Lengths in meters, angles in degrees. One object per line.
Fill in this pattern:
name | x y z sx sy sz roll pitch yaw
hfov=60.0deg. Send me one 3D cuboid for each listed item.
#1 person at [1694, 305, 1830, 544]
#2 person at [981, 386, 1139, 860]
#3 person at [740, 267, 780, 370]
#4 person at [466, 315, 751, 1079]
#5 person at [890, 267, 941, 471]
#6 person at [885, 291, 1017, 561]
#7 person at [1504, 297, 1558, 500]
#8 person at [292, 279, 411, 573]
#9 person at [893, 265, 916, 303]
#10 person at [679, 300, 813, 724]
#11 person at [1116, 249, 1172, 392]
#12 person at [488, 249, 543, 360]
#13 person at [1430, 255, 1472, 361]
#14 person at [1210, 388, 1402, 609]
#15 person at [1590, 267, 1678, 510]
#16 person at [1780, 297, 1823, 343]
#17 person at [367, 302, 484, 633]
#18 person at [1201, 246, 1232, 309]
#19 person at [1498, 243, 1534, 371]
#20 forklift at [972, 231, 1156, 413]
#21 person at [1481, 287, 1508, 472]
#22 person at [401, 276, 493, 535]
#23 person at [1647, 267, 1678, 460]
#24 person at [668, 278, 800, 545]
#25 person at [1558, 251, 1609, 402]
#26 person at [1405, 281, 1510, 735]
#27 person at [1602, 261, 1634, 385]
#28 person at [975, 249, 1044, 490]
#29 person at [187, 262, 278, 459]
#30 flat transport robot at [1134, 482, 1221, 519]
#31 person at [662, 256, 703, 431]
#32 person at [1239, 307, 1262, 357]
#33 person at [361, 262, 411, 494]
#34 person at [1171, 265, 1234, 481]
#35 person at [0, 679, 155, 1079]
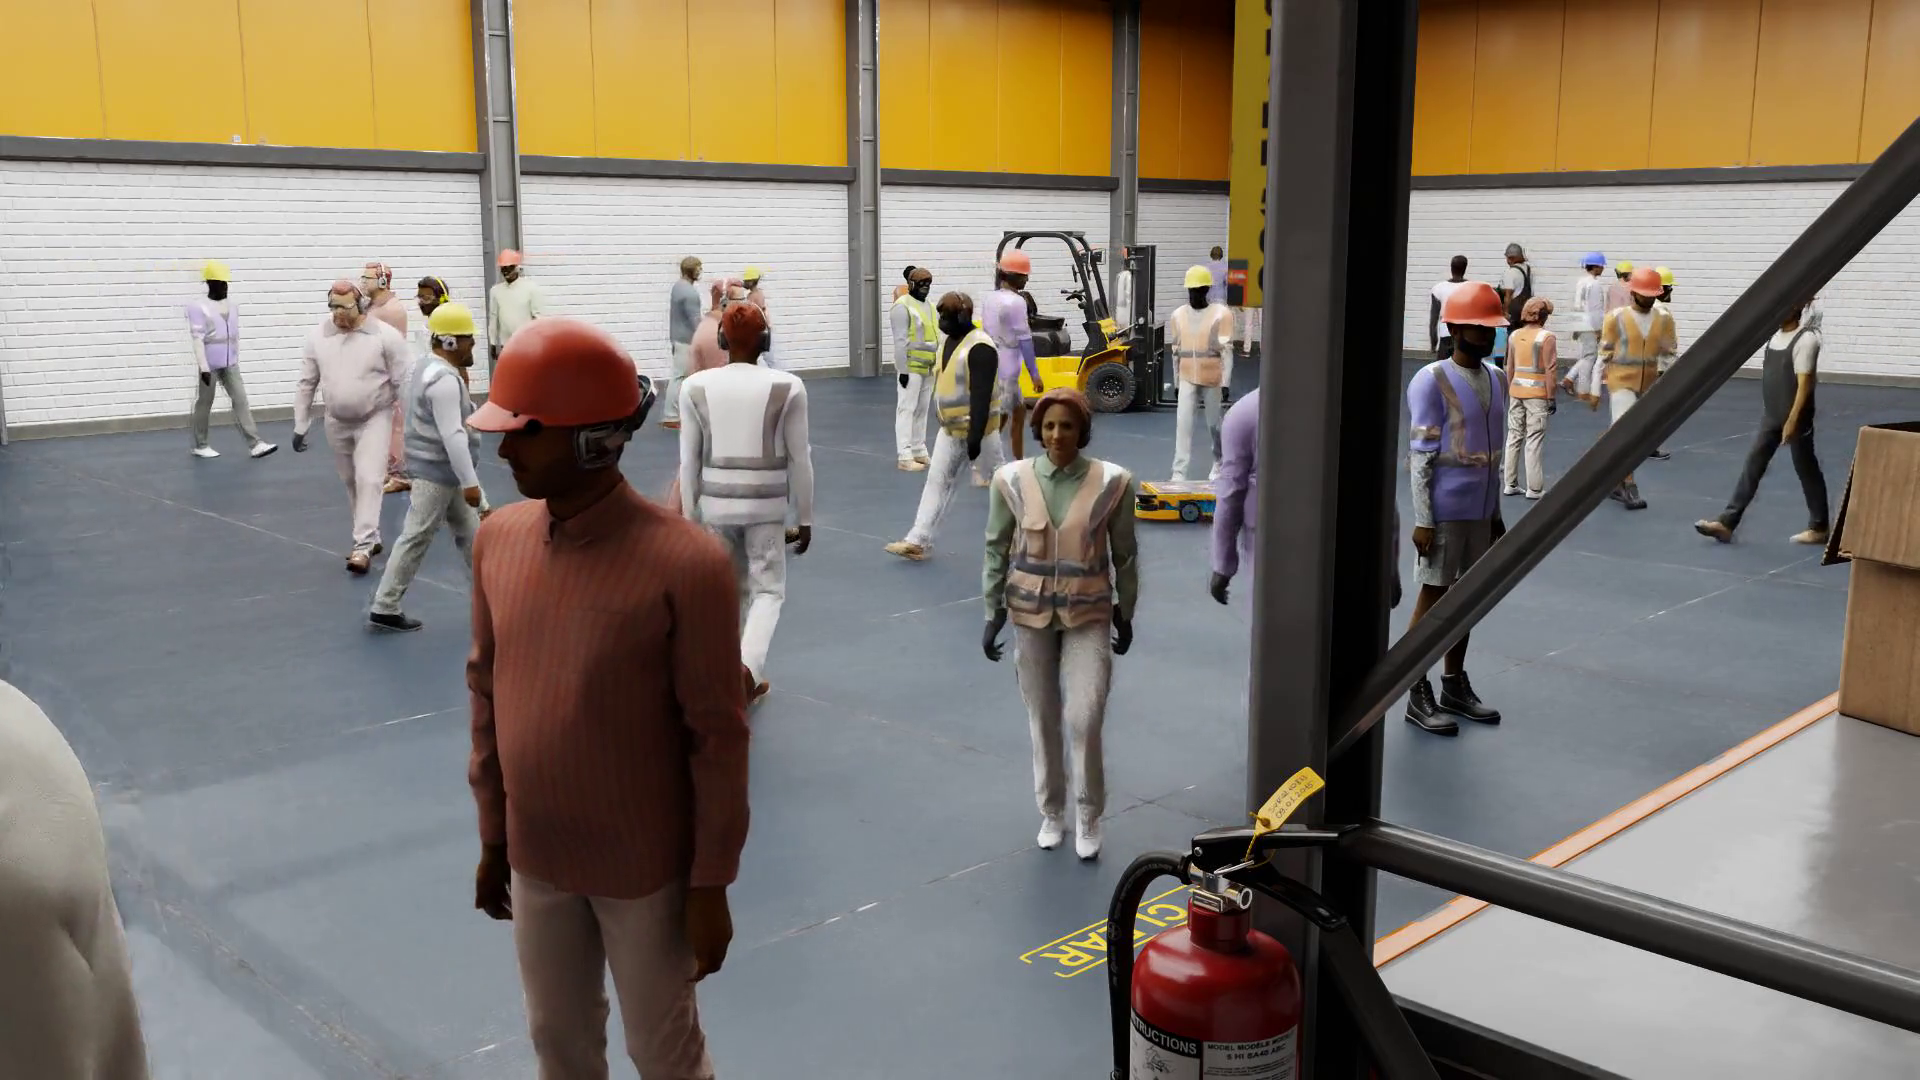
person | 5.631 -0.839 11.417 0.977 1.792 0.535 -2 11 -11
person | 0.333 0.291 5.677 0.530 1.622 0.479 2 11 13
person | -2.707 -2.694 21.727 0.921 1.703 0.539 -5 12 -27
person | -0.679 0.582 3.110 0.613 1.990 0.392 6 12 29
person | -0.381 -1.557 15.191 0.430 1.841 0.624 6 12 29
person | 0.058 -0.736 10.893 1.058 1.774 0.642 -6 12 -28
person | 4.633 -1.148 13.498 0.310 1.640 0.514 -5 11 -25
person | -3.880 -0.724 10.616 0.746 1.845 0.982 1 10 3
person | -0.744 -3.215 24.635 0.530 1.689 0.321 5 11 23
person | -0.945 -0.110 7.263 0.581 1.860 0.805 1 10 6
person | 2.332 -2.967 22.477 1.036 1.987 0.626 -2 11 -10
person | -4.812 -2.146 18.007 0.642 1.978 0.432 3 11 14
person | 5.832 -2.387 19.535 0.597 1.903 0.439 3 11 18
person | 1.319 0.063 6.365 0.663 1.846 1.042 -2 11 -12
person | 5.311 -1.177 12.989 0.637 1.877 0.912 -1 10 -6
person | 8.677 -1.901 17.321 0.485 1.744 0.294 5 11 25
person | -2.790 -0.384 8.967 0.947 1.779 0.601 -4 11 -20
person | 4.623 -4.340 30.090 0.636 1.939 0.364 4 11 22
person | 8.701 -3.639 25.987 0.689 2.000 0.734 -8 13 -37
forklift | 1.222 -2.721 20.561 2.313 2.155 1.214 2 11 13
person | 4.655 -1.429 14.935 0.541 1.681 0.540 -3 11 -15
person | -3.670 -0.936 11.827 0.561 1.887 0.588 6 12 31
person | 6.642 -1.691 15.930 0.404 1.832 0.600 1 10 3
person | -1.552 -0.812 11.093 1.025 1.845 0.651 0 10 0
person | 8.036 -2.717 21.246 0.455 1.929 0.617 1 10 6
person | 2.165 -0.137 7.170 0.549 1.937 0.358 -7 13 -34
person | 9.329 -3.048 23.518 0.326 1.767 0.533 -3 11 -13
person | 0.502 -1.424 13.997 0.877 2.007 0.611 -4 11 -20
person | -7.014 -1.699 15.848 0.975 1.870 0.611 4 11 23
flat transport robot | 2.003 -0.314 12.688 1.431 0.197 0.652 -1 10 -5
person | -2.852 -2.143 18.197 0.952 1.896 0.662 -4 11 -19
person | 5.219 -4.222 29.318 0.617 1.990 0.402 -1 10 -7
person | -4.820 -1.348 13.848 0.409 1.913 0.642 -8 13 -37
person | 2.082 -1.403 14.242 0.605 1.886 0.972 6 12 30
person | -1.067 0.827 2.055 0.962 1.902 0.644 -6 12 -28
